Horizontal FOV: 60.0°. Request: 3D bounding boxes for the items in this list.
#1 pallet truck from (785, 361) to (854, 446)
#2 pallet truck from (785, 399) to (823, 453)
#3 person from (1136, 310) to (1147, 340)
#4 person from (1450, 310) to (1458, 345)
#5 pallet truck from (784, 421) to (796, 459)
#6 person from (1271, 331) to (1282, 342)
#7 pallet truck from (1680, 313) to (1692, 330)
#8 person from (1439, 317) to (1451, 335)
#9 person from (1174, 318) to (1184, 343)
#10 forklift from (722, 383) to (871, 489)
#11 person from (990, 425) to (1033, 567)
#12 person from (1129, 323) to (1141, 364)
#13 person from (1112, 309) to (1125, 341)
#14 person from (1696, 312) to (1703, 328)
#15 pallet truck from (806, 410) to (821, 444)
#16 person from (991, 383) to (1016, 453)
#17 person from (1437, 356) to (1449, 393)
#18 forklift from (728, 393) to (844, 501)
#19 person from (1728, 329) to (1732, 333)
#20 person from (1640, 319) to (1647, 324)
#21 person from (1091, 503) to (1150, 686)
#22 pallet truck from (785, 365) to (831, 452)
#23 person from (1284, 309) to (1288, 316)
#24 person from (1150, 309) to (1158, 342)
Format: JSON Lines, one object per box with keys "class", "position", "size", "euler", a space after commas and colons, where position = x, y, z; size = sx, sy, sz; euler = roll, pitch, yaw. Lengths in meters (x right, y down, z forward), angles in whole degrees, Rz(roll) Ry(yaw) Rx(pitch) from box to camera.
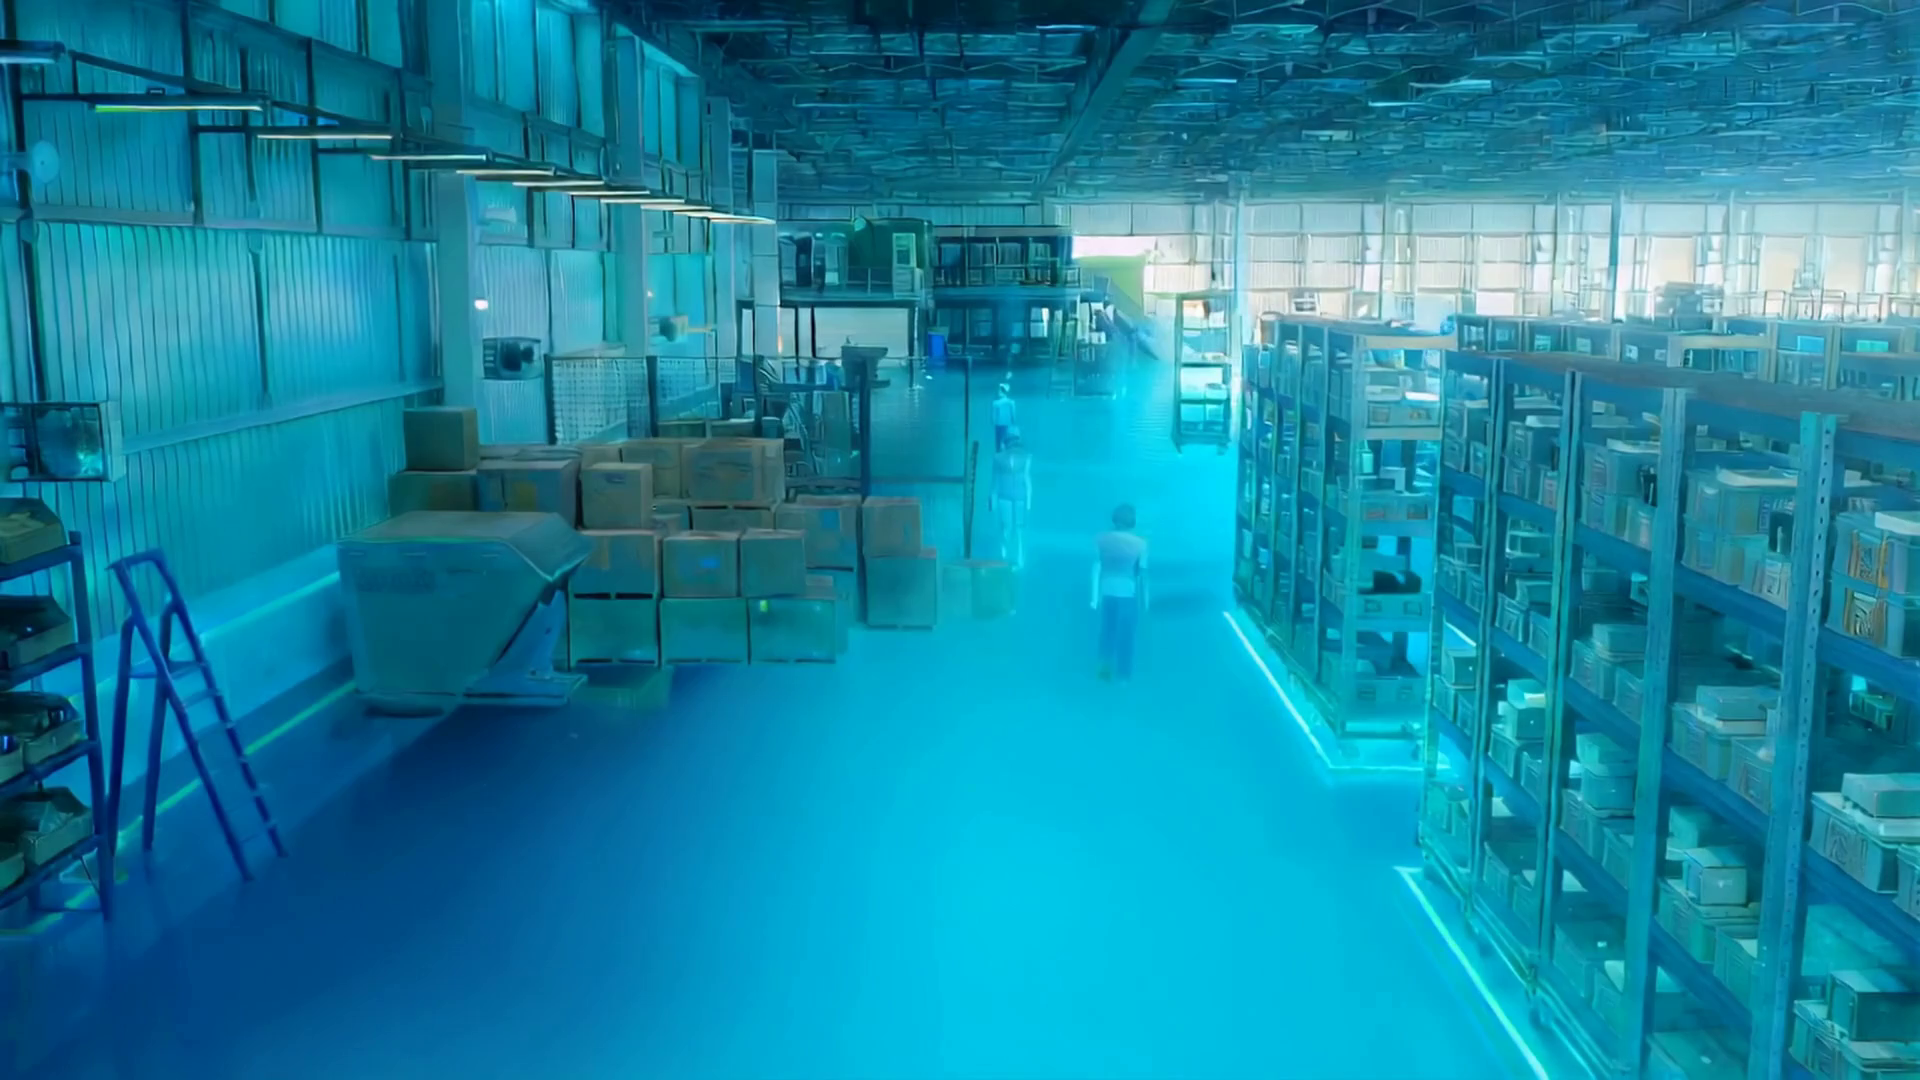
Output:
{"class": "pallet truck", "position": [-3.410, -3.193, 38.978], "size": [1.885, 1.965, 0.823], "euler": [0, 9, -1]}
{"class": "pallet truck", "position": [-3.814, -2.432, 36.419], "size": [1.630, 1.274, 0.653], "euler": [0, 9, 1]}
{"class": "person", "position": [10.588, -12.626, 97.838], "size": [0.992, 1.790, 0.621], "euler": [3, 10, 19]}
{"class": "person", "position": [27.427, -11.768, 92.124], "size": [0.623, 1.907, 0.534], "euler": [-6, 11, -34]}
{"class": "pallet truck", "position": [-4.013, -1.793, 32.705], "size": [1.601, 1.201, 0.680], "euler": [0, 9, 1]}
{"class": "person", "position": [13.590, -8.379, 71.451], "size": [0.576, 1.856, 0.862], "euler": [7, 11, 36]}
{"class": "pallet truck", "position": [36.315, -10.531, 84.244], "size": [0.823, 1.965, 1.885], "euler": [-6, 11, -33]}
{"class": "person", "position": [23.422, -9.793, 80.107], "size": [0.765, 1.857, 0.621], "euler": [-6, 11, -33]}
{"class": "person", "position": [11.581, -11.056, 87.754], "size": [0.611, 1.908, 0.443], "euler": [-1, 9, -4]}
{"class": "forklift", "position": [-2.893, -1.687, 28.729], "size": [2.680, 1.987, 1.157], "euler": [0, 9, -1]}
{"class": "person", "position": [0.710, -0.598, 22.973], "size": [0.611, 1.995, 0.375], "euler": [-3, 10, -16]}
{"class": "person", "position": [7.755, -8.648, 73.143], "size": [0.634, 1.823, 0.545], "euler": [-9, 13, -43]}
{"class": "person", "position": [9.210, -12.450, 96.431], "size": [0.817, 1.893, 0.602], "euler": [-1, 9, -8]}
{"class": "person", "position": [39.556, -11.281, 89.172], "size": [0.605, 1.900, 0.764], "euler": [-8, 12, -42]}
{"class": "pallet truck", "position": [-3.559, -2.018, 33.905], "size": [1.522, 1.261, 0.704], "euler": [0, 9, -1]}
{"class": "person", "position": [0.905, -2.378, 34.662], "size": [0.526, 1.768, 0.331], "euler": [2, 9, 12]}
{"class": "person", "position": [15.098, -5.158, 51.749], "size": [0.669, 1.783, 0.655], "euler": [-3, 10, -16]}
{"class": "forklift", "position": [-2.979, -1.316, 26.476], "size": [2.680, 1.987, 1.157], "euler": [0, 9, 1]}
{"class": "person", "position": [29.806, -7.331, 64.594], "size": [0.603, 1.966, 0.368], "euler": [-6, 11, -35]}
{"class": "person", "position": [31.331, -9.168, 76.132], "size": [0.971, 1.902, 0.550], "euler": [5, 11, 30]}
{"class": "person", "position": [1.590, 0.542, 16.456], "size": [0.592, 1.827, 0.444], "euler": [3, 10, 20]}
{"class": "pallet truck", "position": [-3.774, -2.976, 37.635], "size": [1.885, 1.965, 0.823], "euler": [1, 9, 5]}
{"class": "person", "position": [18.840, -12.350, 95.721], "size": [0.897, 1.917, 0.615], "euler": [3, 10, 20]}
{"class": "person", "position": [11.267, -12.426, 96.353], "size": [0.507, 1.860, 0.538], "euler": [-5, 10, -26]}
